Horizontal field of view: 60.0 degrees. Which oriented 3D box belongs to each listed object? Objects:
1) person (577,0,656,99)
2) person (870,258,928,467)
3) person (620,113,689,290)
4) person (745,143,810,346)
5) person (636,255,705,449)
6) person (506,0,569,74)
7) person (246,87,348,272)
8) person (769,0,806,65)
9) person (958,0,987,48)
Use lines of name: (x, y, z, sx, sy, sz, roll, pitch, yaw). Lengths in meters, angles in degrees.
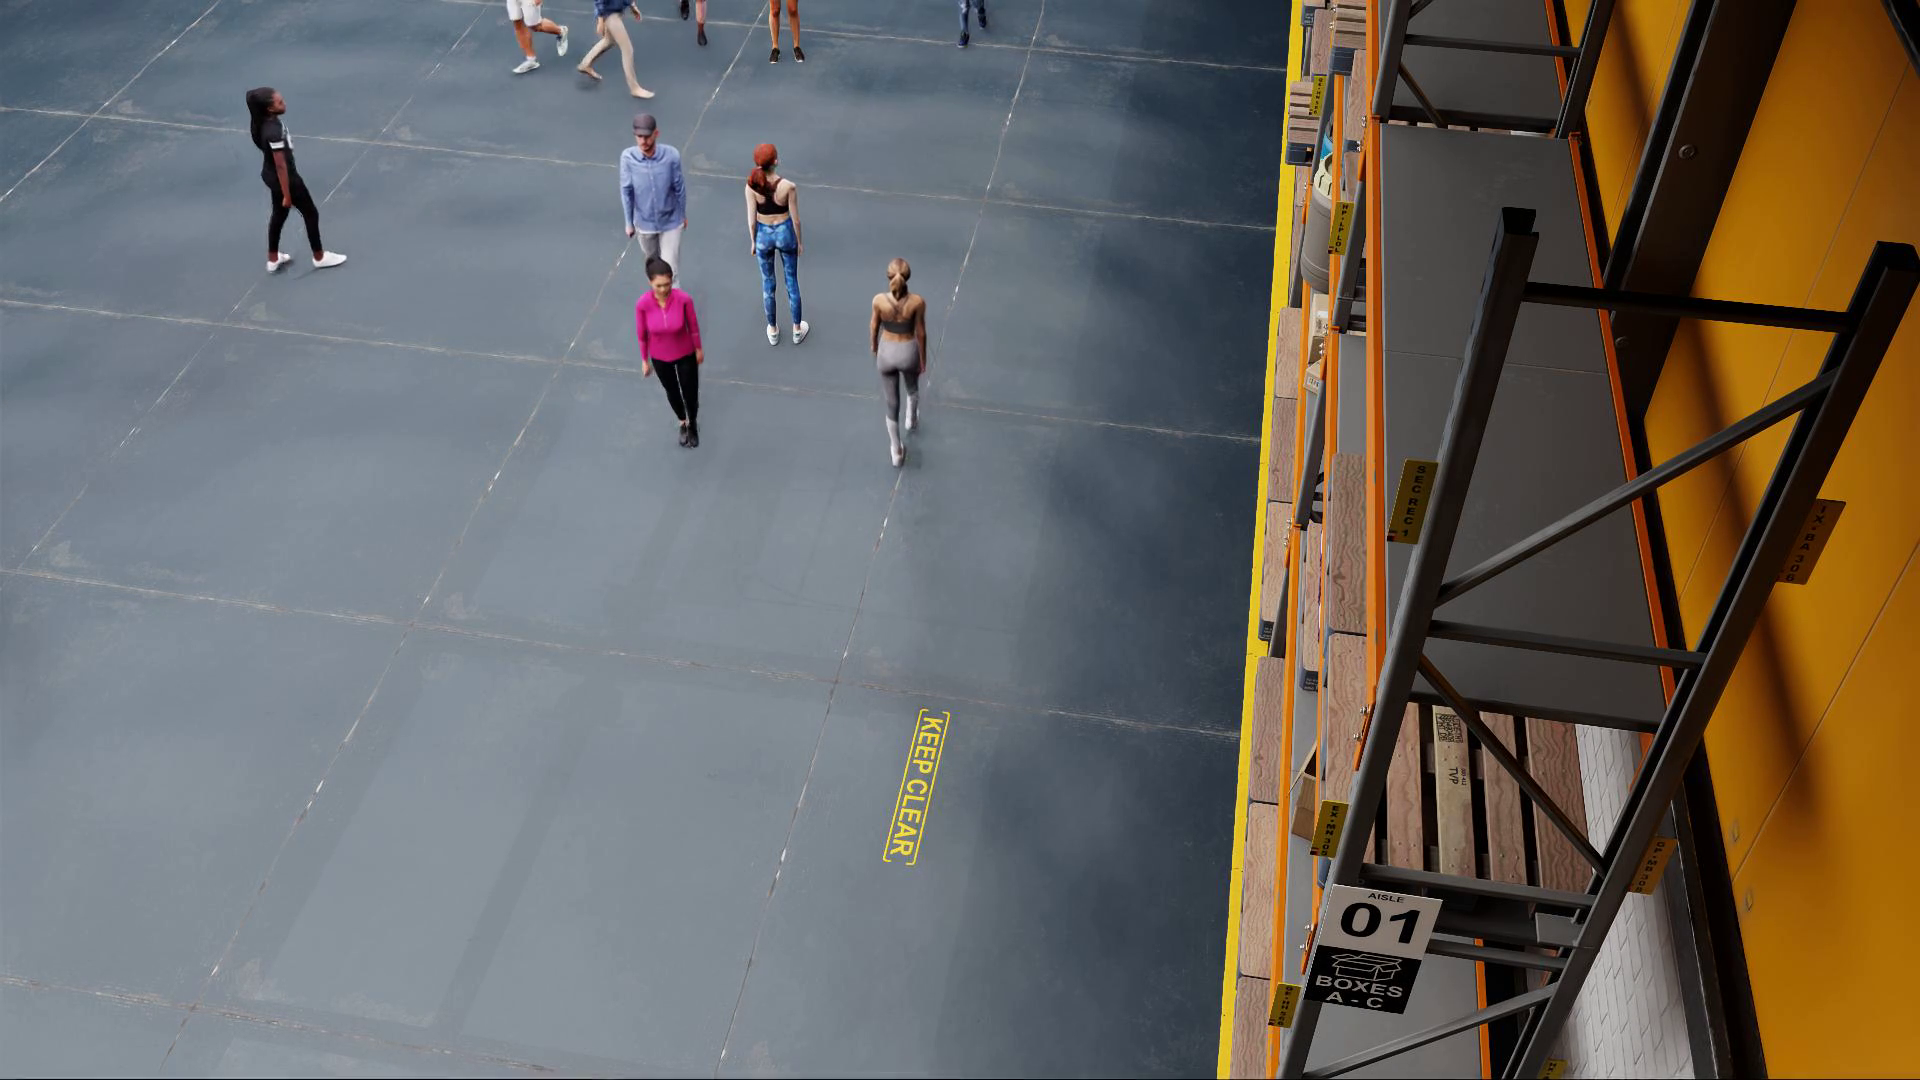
person: (-3.455, -5.115, 16.237, 0.699, 1.662, 1.012, 4, 44, 4)
person: (-0.451, -1.262, 12.176, 0.681, 1.674, 0.949, -2, 44, -2)
person: (-2.447, -2.624, 13.470, 0.863, 1.862, 1.231, -3, 44, -3)
person: (-1.466, -2.347, 13.243, 0.620, 1.784, 0.613, -2, 44, -2)
person: (-2.131, -1.431, 12.352, 0.687, 1.687, 0.692, -4, 44, -4)
person: (-4.303, -5.576, 16.585, 0.922, 1.839, 1.045, 30, 51, 28)
person: (-5.736, -3.004, 13.983, 0.977, 1.704, 0.936, -25, 49, -24)
person: (-1.793, -5.749, 16.758, 0.667, 1.851, 0.620, -4, 44, -4)
person: (0.131, -5.779, 17.231, 0.505, 1.241, 0.753, 9, 44, 9)
